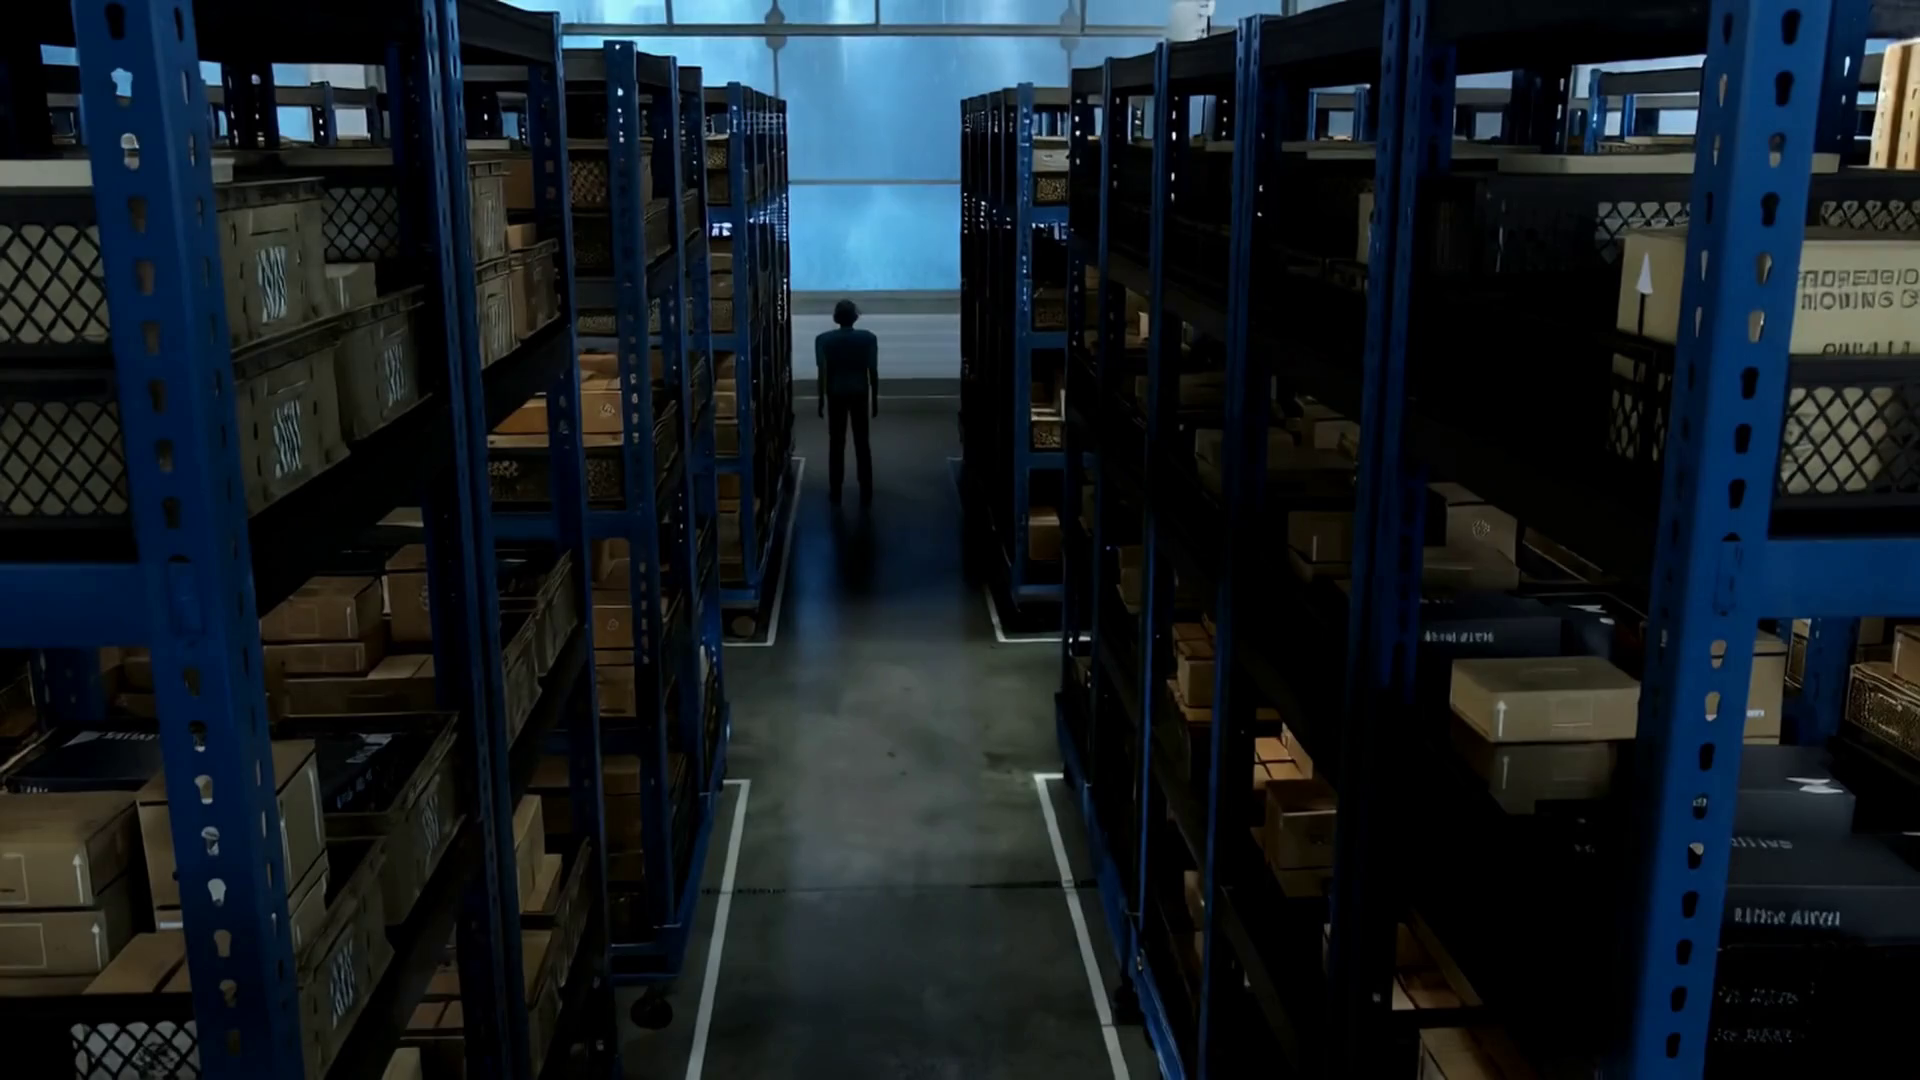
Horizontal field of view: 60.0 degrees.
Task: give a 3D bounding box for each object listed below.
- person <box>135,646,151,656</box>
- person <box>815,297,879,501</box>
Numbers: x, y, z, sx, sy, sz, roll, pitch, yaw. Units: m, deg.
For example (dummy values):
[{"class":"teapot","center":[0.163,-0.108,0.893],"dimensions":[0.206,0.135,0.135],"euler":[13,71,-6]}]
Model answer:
[{"class":"person","center":[-4.813,-0.032,10.143],"dimensions":[0.671,1.810,0.605],"euler":[-1,14,-4]},{"class":"person","center":[-1.014,-1.263,15.047],"dimensions":[0.567,1.849,0.389],"euler":[-2,14,-8]}]
